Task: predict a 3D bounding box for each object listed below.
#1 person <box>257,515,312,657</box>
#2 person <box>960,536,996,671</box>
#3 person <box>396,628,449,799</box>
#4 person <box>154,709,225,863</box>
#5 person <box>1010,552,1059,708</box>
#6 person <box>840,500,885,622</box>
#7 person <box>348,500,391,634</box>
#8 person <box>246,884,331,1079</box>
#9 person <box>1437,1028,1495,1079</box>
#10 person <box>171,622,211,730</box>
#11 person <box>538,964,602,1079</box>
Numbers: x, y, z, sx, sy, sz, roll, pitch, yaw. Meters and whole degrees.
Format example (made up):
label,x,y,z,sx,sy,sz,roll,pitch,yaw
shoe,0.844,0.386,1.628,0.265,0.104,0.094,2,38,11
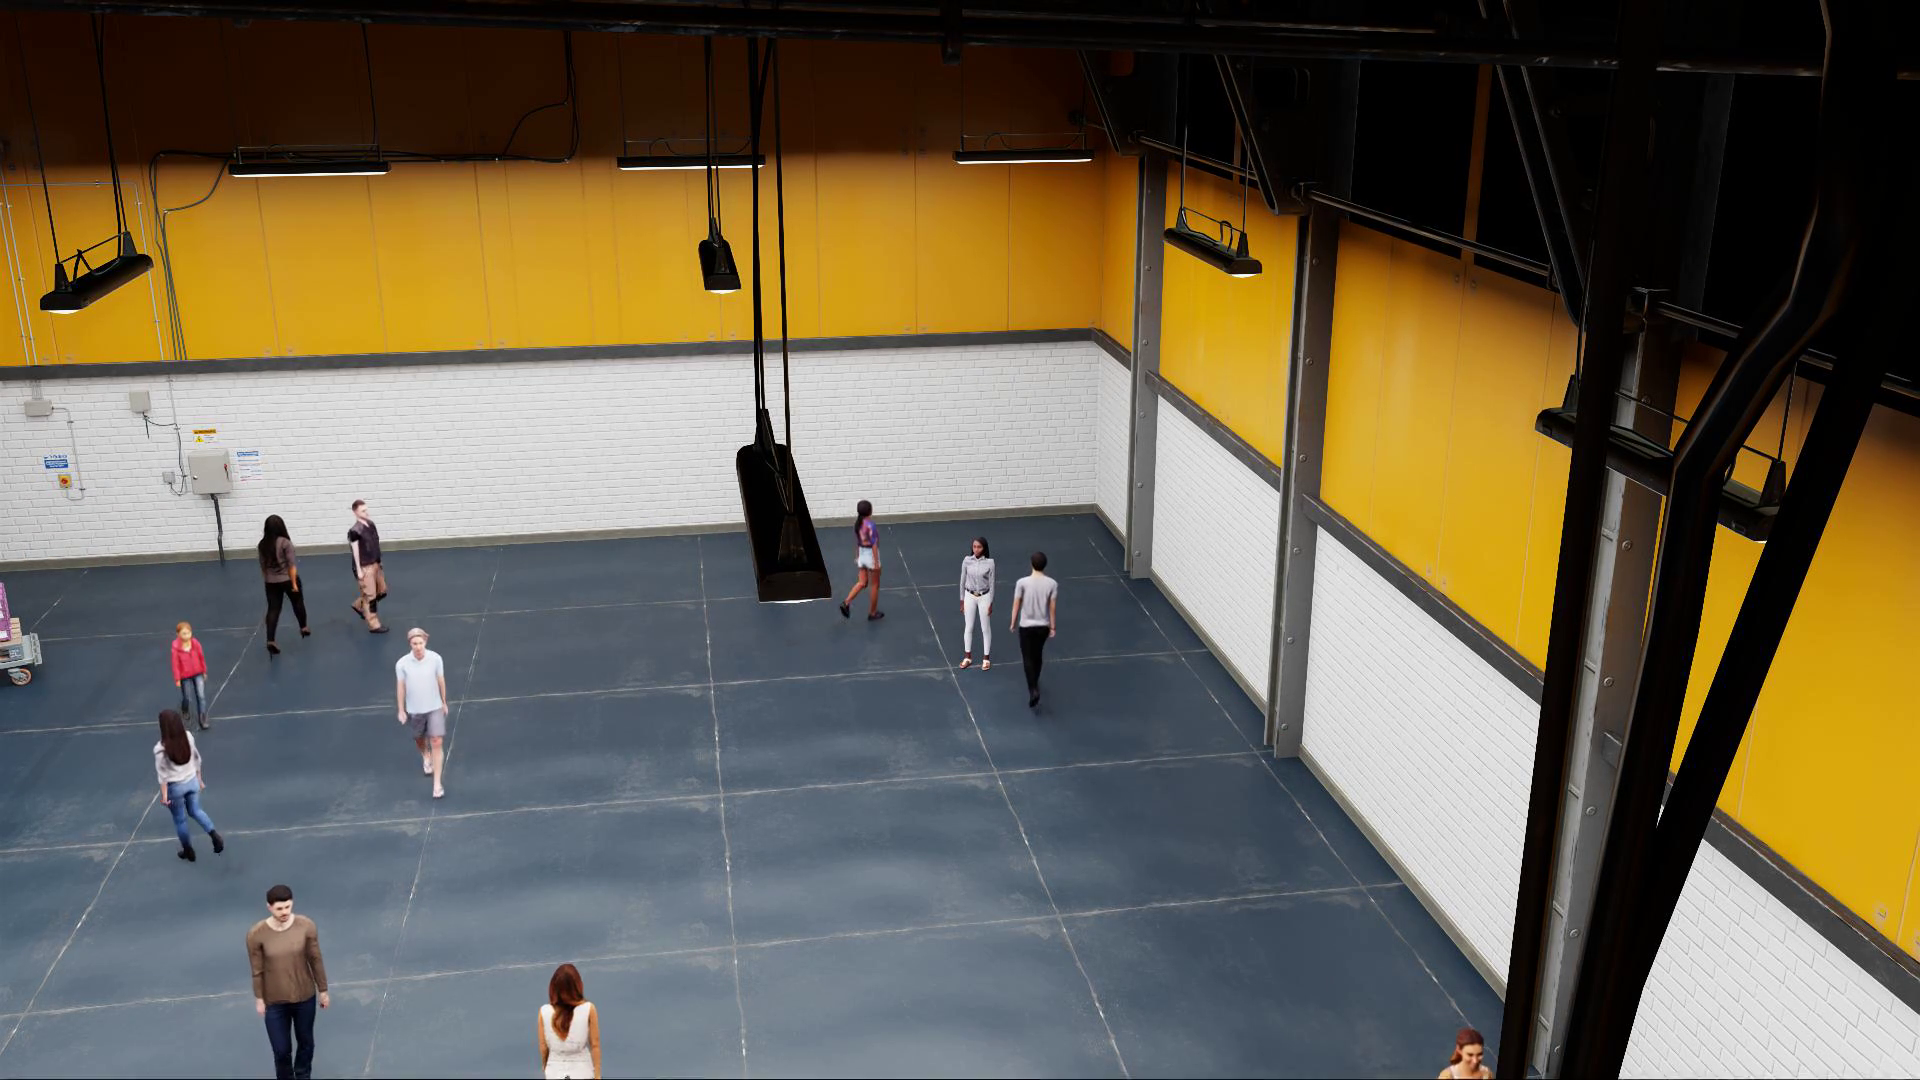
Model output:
label,x,y,z,sx,sy,sz,roll,pitch,yaw
person,-8.732,0.618,21.274,0.828,1.795,1.178,1,19,4
person,0.226,0.775,20.916,0.663,1.725,0.657,5,19,13
person,-5.732,1.781,17.804,0.735,1.804,1.144,-5,19,-15
person,-7.515,2.424,16.186,0.923,1.618,0.894,9,21,25
person,0.889,1.087,19.823,0.744,1.831,1.126,-3,19,-9
person,-1.303,0.309,22.301,0.931,1.724,0.959,-15,24,-38
person,-7.928,0.344,22.036,0.941,1.826,0.937,5,19,14
person,-5.155,3.448,12.754,0.832,1.869,0.957,-10,21,-28
person,3.321,4.023,11.185,0.612,1.780,0.722,-2,19,-5
person,-8.931,1.553,19.264,0.710,1.305,0.815,-16,24,-39
person,-2.749,3.858,11.711,0.580,1.756,0.940,-4,19,-10
